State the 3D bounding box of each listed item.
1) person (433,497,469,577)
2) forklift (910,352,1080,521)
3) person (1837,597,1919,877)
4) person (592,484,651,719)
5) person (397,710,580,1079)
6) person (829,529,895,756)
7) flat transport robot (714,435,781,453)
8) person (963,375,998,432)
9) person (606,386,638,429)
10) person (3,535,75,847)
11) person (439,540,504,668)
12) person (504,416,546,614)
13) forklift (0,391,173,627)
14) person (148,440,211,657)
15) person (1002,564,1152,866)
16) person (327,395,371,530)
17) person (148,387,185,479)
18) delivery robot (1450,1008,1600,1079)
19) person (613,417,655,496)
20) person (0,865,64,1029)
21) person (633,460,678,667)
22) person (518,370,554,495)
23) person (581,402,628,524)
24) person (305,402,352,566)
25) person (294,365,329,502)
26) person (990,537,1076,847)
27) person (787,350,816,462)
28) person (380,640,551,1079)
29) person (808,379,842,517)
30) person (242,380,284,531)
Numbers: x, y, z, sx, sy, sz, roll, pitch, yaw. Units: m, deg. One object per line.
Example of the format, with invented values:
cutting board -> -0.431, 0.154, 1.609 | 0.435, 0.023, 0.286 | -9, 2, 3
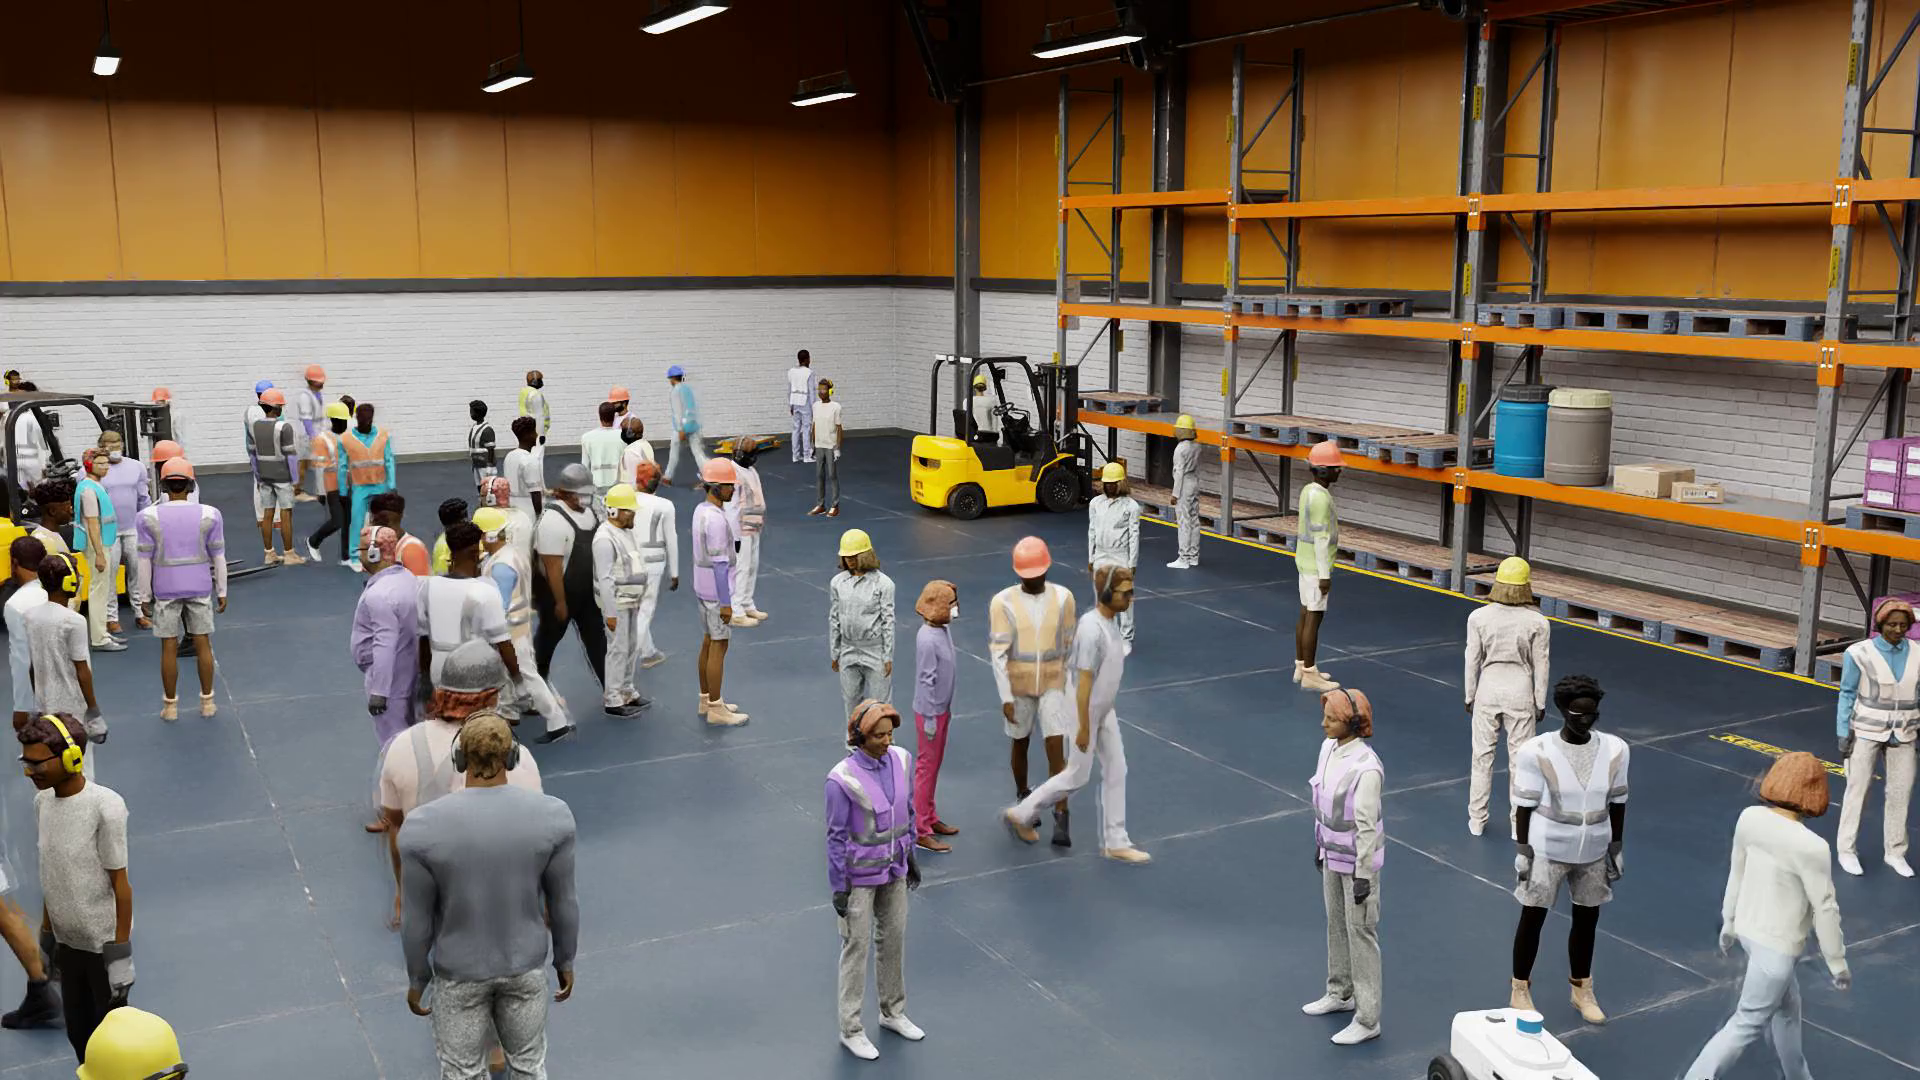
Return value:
person -> -3.956, 0.504, 12.978 | 0.322, 1.688, 0.536 | -1, 10, -4
forklift -> 0.460, -1.461, 22.833 | 2.313, 2.155, 1.214 | -5, 11, -28
person -> 5.299, 1.128, 9.556 | 0.527, 1.627, 0.313 | 1, 10, 4
person -> -2.611, 0.466, 12.820 | 0.403, 1.818, 0.605 | 1, 10, 6
person -> -1.718, 1.576, 6.131 | 0.634, 1.928, 0.381 | -4, 11, -23
person -> -0.671, 0.777, 11.288 | 0.488, 1.733, 0.345 | 4, 11, 24
flat transport robot -> -3.803, -1.724, 29.877 | 0.652, 0.197, 1.431 | 3, 10, 18
person -> 0.294, -1.557, 24.614 | 0.528, 1.767, 0.329 | -1, 10, -7
person -> -4.166, -0.939, 20.605 | 0.389, 1.929, 0.544 | -9, 13, -41
person -> -5.488, 0.914, 10.048 | 0.392, 1.893, 0.626 | -1, 10, -4
person -> -3.108, 0.849, 10.582 | 0.403, 1.833, 0.599 | 0, 10, -1
person -> -4.290, -0.251, 16.522 | 0.366, 1.966, 0.607 | -9, 13, -41
forklift -> -9.026, -0.363, 16.508 | 1.214, 2.155, 2.313 | 6, 11, 29
person -> -6.935, 0.075, 14.757 | 0.389, 1.930, 0.544 | -1, 10, -3
person -> 0.702, 1.015, 9.777 | 0.833, 1.812, 0.525 | 5, 11, 26
person -> -7.363, -0.824, 20.138 | 0.509, 1.860, 0.334 | -3, 10, -16
person -> -10.848, -1.207, 22.660 | 0.588, 1.737, 0.454 | 2, 10, 13
delivery robot -> 2.262, 2.124, 6.640 | 0.477, 0.478, 0.707 | -2, 10, -11
person -> -3.460, -0.388, 17.667 | 0.429, 1.842, 0.634 | 0, 10, 3
person -> -4.624, 1.346, 7.586 | 1.012, 1.892, 0.545 | 1, 10, 7
person -> -2.689, 0.249, 14.008 | 0.587, 1.850, 0.947 | 2, 10, 12
person -> -6.266, -1.584, 24.560 | 0.430, 1.843, 0.625 | -7, 12, -35
person -> -3.927, -0.586, 18.627 | 0.594, 1.910, 0.384 | -2, 10, -14
person -> -7.112, -0.629, 18.893 | 0.594, 1.906, 0.584 | 4, 11, 20
person -> -9.182, -1.493, 23.639 | 0.856, 1.974, 0.629 | 1, 10, 6
person -> 0.465, 0.910, 10.069 | 0.563, 1.880, 0.945 | -2, 10, -9
person -> -2.694, -2.283, 28.361 | 0.590, 1.918, 0.386 | 8, 12, 38
person -> -1.948, 1.371, 6.967 | 0.705, 2.000, 0.937 | 4, 11, 22
person -> -1.827, -1.253, 22.554 | 0.513, 1.876, 0.328 | 6, 12, 31
person -> -8.916, -1.089, 21.433 | 0.605, 1.940, 0.415 | 3, 10, 18
